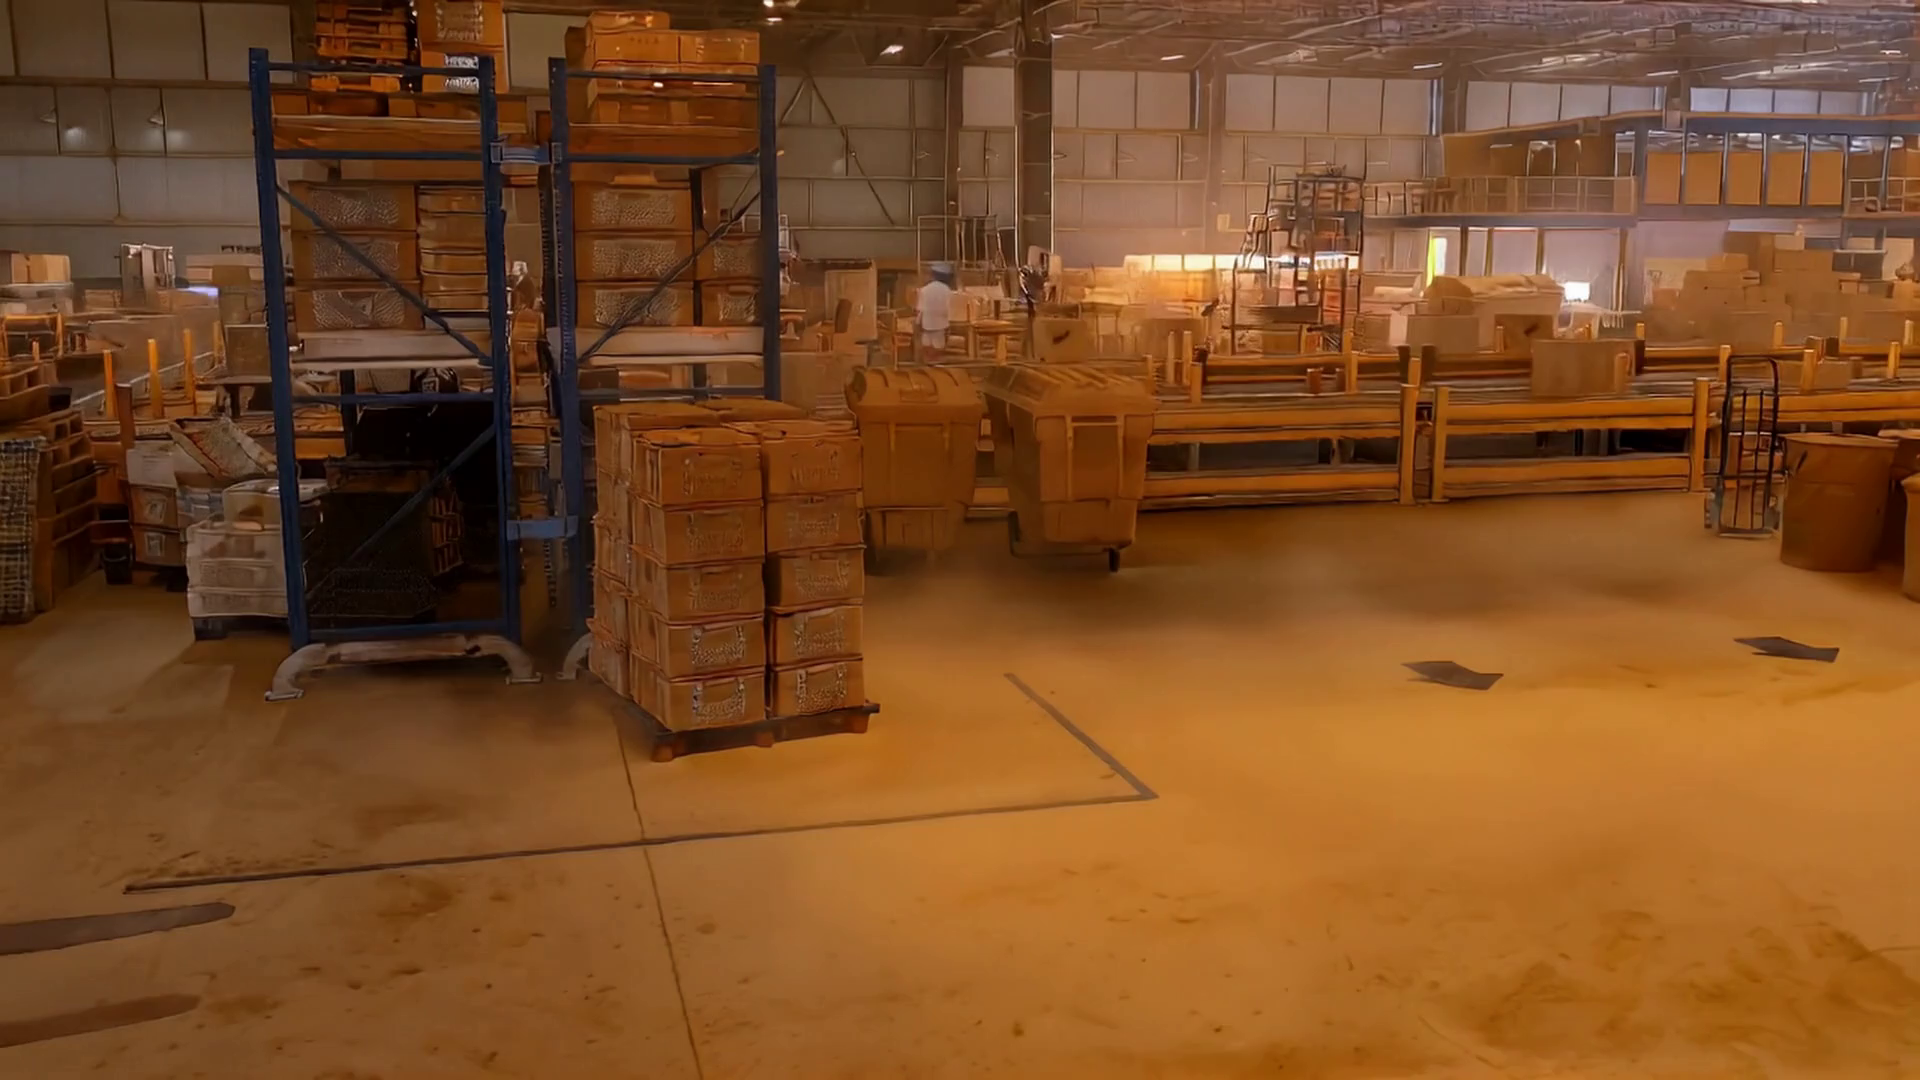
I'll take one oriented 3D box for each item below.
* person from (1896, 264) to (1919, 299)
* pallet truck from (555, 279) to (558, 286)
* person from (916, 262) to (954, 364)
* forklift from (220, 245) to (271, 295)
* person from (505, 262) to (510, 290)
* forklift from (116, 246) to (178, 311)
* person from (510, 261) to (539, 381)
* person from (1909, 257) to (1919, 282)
[{"bbox_3d":[15.638,-3.663,27.668,0.603,1.828,0.404,1,10,7],"label":"person"},{"bbox_3d":[-10.604,-6.375,44.520,0.653,1.274,1.630,-3,10,-15],"label":"pallet truck"},{"bbox_3d":[-0.341,-3.154,24.608,0.638,1.909,0.601,-9,14,-42],"label":"person"},{"bbox_3d":[-17.749,-6.334,41.440,1.157,1.987,2.680,-3,10,-17],"label":"forklift"},{"bbox_3d":[-10.820,-5.719,39.515,0.326,1.760,0.524,-7,12,-35],"label":"person"},{"bbox_3d":[-19.966,-6.232,40.894,1.157,1.987,2.680,-3,10,-15],"label":"forklift"},{"bbox_3d":[-6.941,-3.479,26.462,0.396,1.899,0.644,-3,10,-17],"label":"person"},{"bbox_3d":[22.630,-5.823,39.763,0.489,1.876,0.620,3,11,18],"label":"person"}]
